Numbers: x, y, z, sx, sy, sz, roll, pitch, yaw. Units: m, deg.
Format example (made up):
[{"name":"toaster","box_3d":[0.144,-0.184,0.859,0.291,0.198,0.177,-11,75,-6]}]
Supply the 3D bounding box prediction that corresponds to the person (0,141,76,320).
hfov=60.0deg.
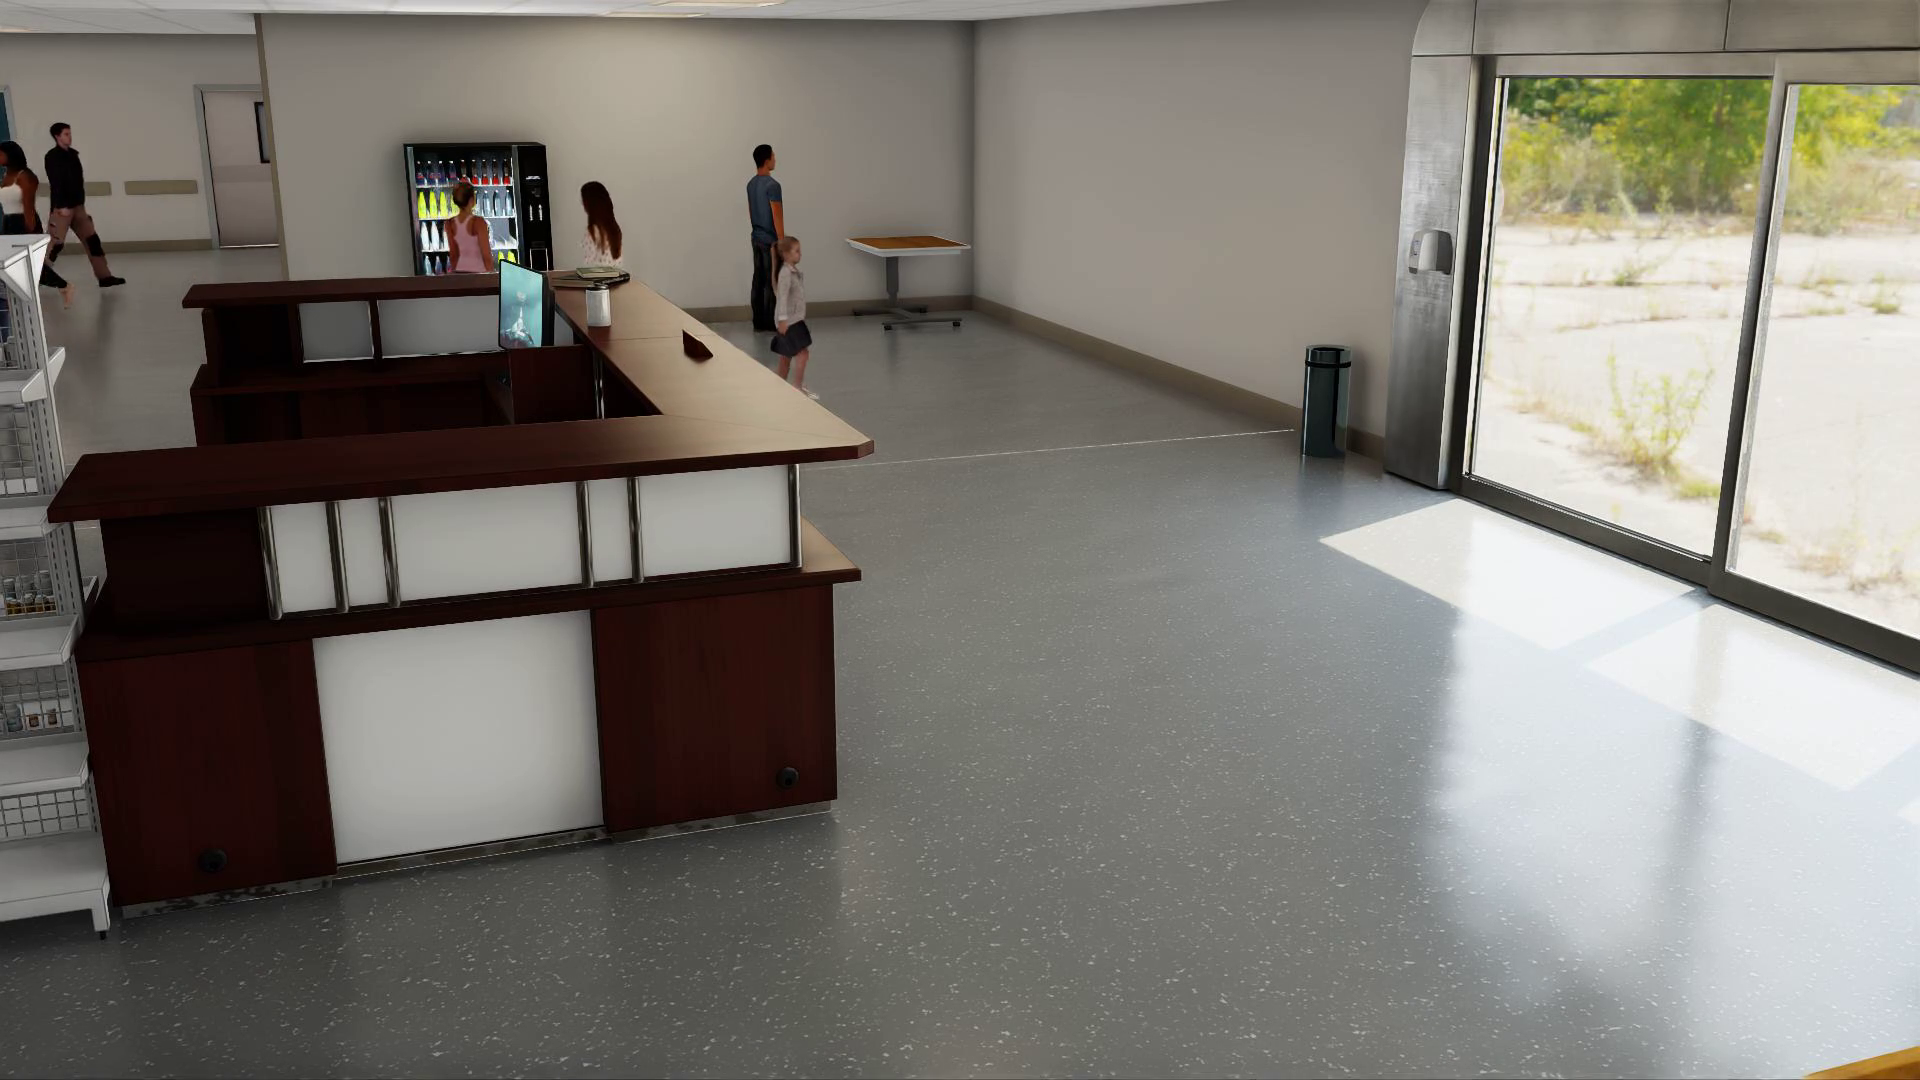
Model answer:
[{"name":"person","box_3d":[-9.535,-3.167,17.080,0.975,1.794,1.062,9,18,29]}]

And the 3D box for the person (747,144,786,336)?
[{"name":"person","box_3d":[-1.882,-2.923,16.182,0.662,1.810,0.712,-12,20,-37]}]

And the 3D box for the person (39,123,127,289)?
[{"name":"person","box_3d":[-10.420,-3.823,19.258,1.343,1.873,1.074,2,16,6]}]

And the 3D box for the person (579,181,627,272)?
[{"name":"person","box_3d":[-2.525,-1.741,12.180,1.017,1.707,0.955,9,18,28]}]

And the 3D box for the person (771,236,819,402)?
[{"name":"person","box_3d":[-1.367,-1.697,12.822,0.712,1.266,0.647,2,16,6]}]

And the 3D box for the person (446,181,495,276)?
[{"name":"person","box_3d":[-4.026,-2.097,13.612,0.981,1.614,1.073,8,18,26]}]
